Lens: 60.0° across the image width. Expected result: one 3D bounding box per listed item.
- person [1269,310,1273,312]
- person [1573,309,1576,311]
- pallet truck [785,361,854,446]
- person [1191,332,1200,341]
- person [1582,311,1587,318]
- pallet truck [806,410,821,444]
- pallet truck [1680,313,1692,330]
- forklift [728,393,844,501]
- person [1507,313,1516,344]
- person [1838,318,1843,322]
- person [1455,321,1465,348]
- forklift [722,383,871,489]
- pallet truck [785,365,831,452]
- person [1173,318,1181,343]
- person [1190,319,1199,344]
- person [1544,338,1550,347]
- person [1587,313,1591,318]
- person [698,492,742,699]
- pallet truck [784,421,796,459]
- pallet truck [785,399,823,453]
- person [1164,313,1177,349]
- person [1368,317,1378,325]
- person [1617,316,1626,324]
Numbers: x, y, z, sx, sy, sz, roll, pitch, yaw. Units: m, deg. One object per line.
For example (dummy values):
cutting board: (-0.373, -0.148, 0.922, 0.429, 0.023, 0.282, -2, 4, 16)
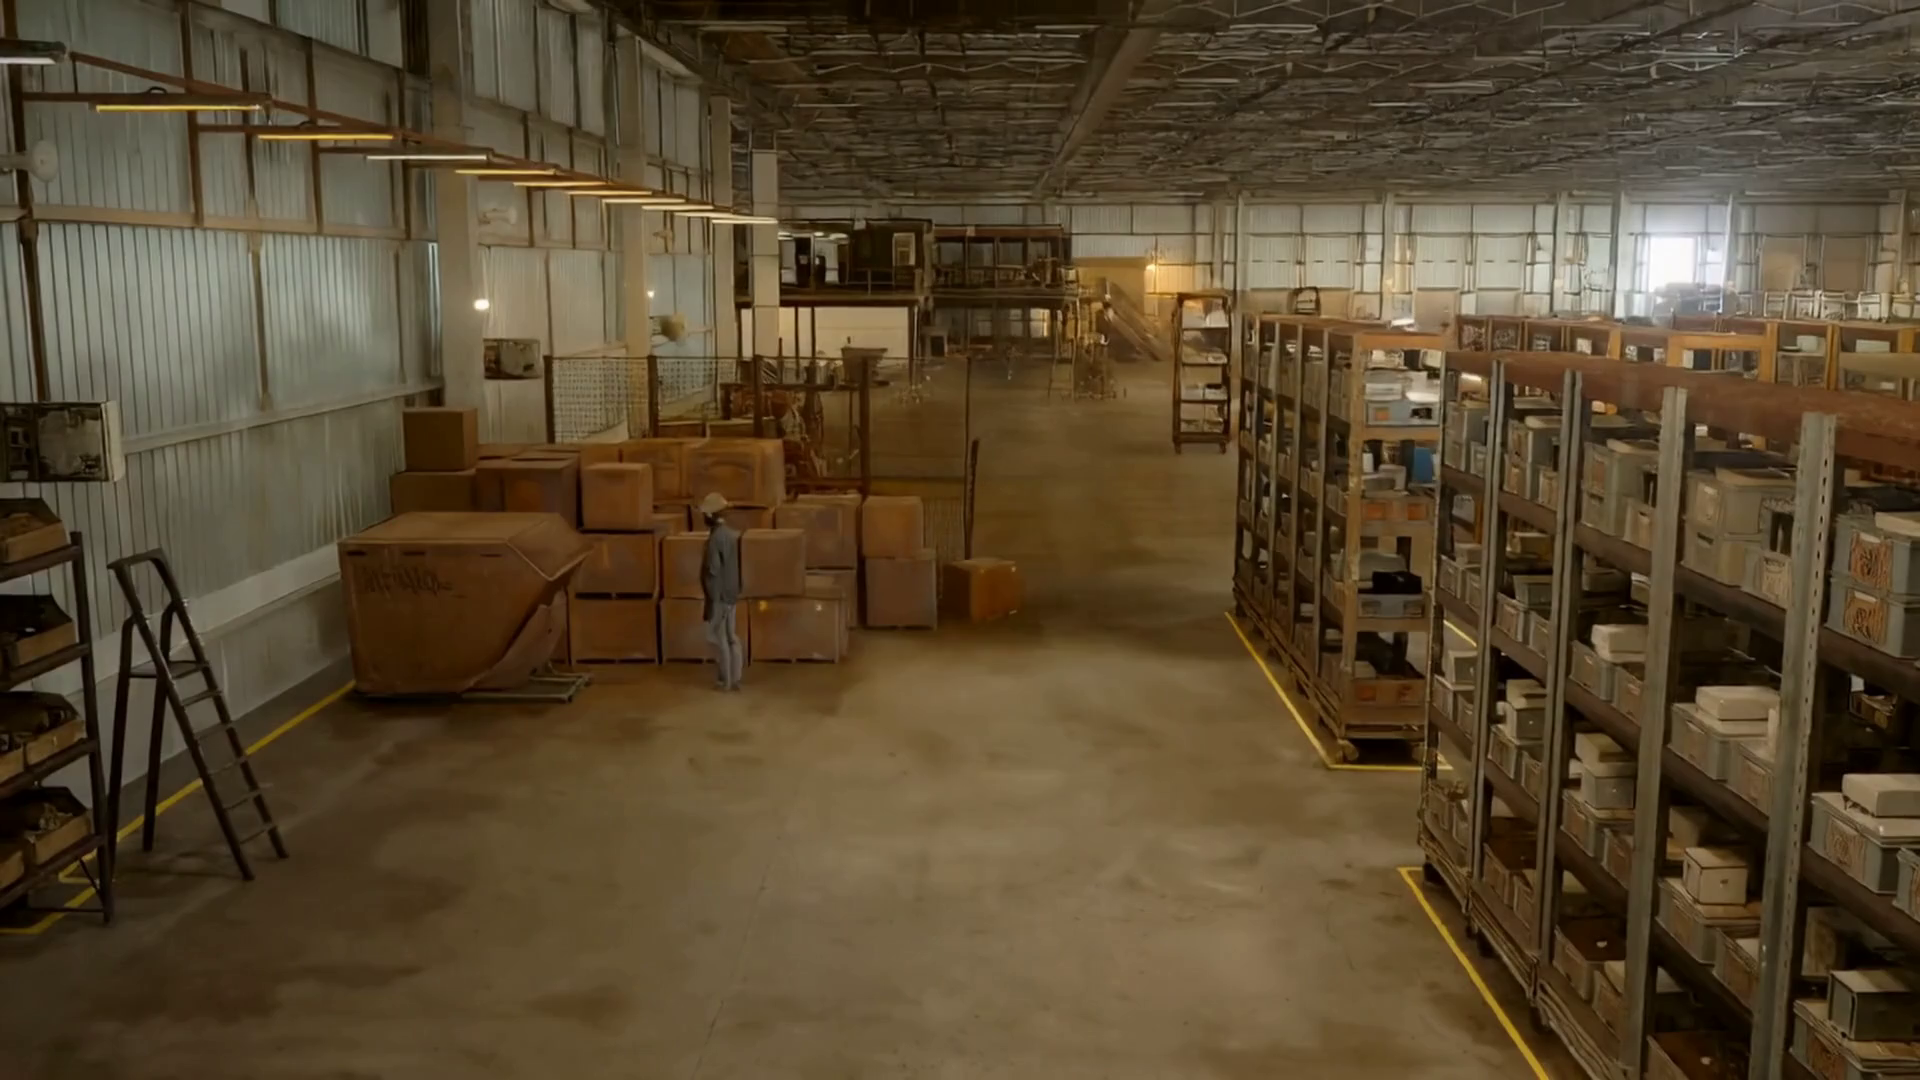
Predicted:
person: (18.005, -12.445, 96.635, 0.916, 1.812, 0.617, 1, 9, 8)
person: (34.251, -11.896, 92.849, 0.374, 1.935, 0.552, 2, 10, 14)
pallet truck: (-3.410, -3.193, 38.978, 1.885, 1.965, 0.823, 0, 9, -1)
person: (13.859, -12.608, 97.505, 0.535, 1.851, 0.540, -4, 10, -25)
person: (34.541, -11.733, 92.073, 1.046, 1.865, 0.593, 1, 9, 5)
pallet truck: (-3.559, -2.018, 33.905, 1.522, 1.261, 0.704, 0, 9, -1)
pallet truck: (36.315, -10.531, 84.244, 0.823, 1.965, 1.885, -6, 11, -33)
forklift: (-2.979, -1.316, 26.476, 2.680, 1.987, 1.157, 0, 9, 1)
person: (29.351, -11.103, 88.205, 0.606, 1.850, 0.869, 6, 11, 32)
person: (41.316, -9.478, 78.135, 0.520, 1.874, 0.327, 4, 10, 25)
person: (22.932, -9.195, 76.380, 1.014, 1.896, 0.557, -3, 10, -19)
forklift: (-2.893, -1.687, 28.729, 2.680, 1.987, 1.157, 0, 9, -1)
pallet truck: (-3.774, -2.976, 37.635, 1.885, 1.965, 0.823, 1, 9, 5)
person: (10.534, -9.830, 80.387, 0.504, 1.847, 0.345, -7, 11, -35)
person: (13.144, -11.889, 92.798, 0.602, 1.939, 0.401, 5, 11, 30)
person: (19.923, -5.936, 56.407, 0.404, 1.830, 0.599, 8, 12, 42)
person: (32.285, -10.696, 85.464, 0.594, 1.929, 0.352, 9, 13, 42)
person: (-2.320, 0.532, 16.006, 0.396, 1.992, 0.622, 2, 10, 14)
pallet truck: (-4.013, -1.793, 32.705, 1.601, 1.201, 0.680, 0, 9, 1)
pallet truck: (-3.814, -2.432, 36.419, 1.630, 1.274, 0.653, 0, 9, 1)
person: (11.093, -10.972, 87.366, 0.672, 1.861, 0.899, 0, 9, -1)
person: (19.901, -9.838, 80.305, 0.574, 1.887, 0.355, 1, 9, 6)
person: (30.187, -9.215, 75.990, 0.539, 2.000, 0.702, 6, 11, 32)
